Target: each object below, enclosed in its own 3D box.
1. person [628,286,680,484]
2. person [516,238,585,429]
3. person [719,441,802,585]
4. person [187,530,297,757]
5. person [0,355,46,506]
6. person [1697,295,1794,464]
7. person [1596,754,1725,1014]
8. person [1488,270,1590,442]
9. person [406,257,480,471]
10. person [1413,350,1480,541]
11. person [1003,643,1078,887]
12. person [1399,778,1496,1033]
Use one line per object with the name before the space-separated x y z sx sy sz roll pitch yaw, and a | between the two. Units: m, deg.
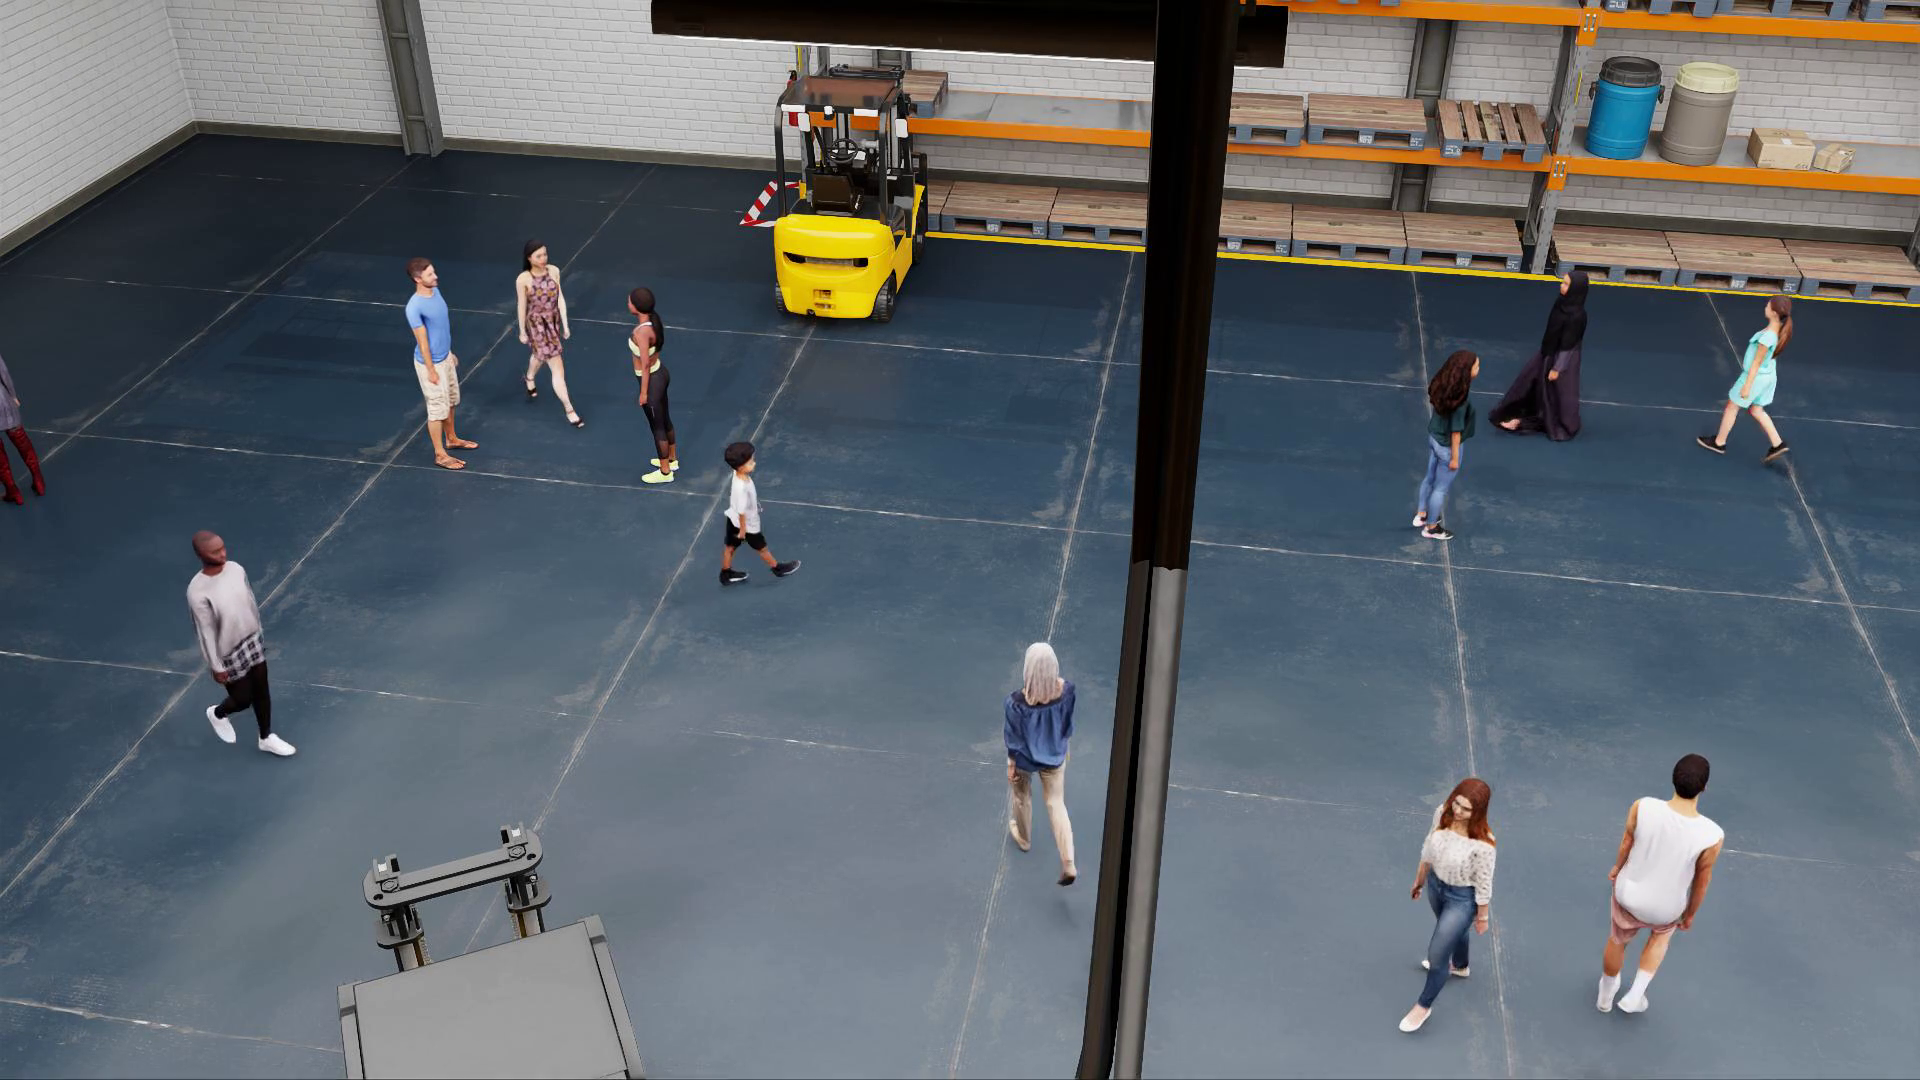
person | -2.546 -1.300 13.862 0.515 1.755 0.561 4 34 6
person | -3.721 -1.867 14.742 1.238 1.726 1.021 28 43 35
person | -1.710 -0.175 12.649 0.914 1.226 0.729 -10 35 -14
person | -4.813 0.685 10.873 0.901 1.759 0.748 14 36 20
person | -7.908 -1.086 13.581 0.671 1.710 0.663 25 41 32
person | 6.830 -1.345 14.125 0.934 1.540 1.024 -24 40 -31
person | 3.702 1.941 8.970 0.736 1.772 0.822 19 38 26
person | 5.271 -1.585 14.426 1.135 1.606 0.800 -3 34 -4
person | -4.461 -1.530 14.111 0.560 1.863 0.652 5 34 7
person | 3.854 -0.770 13.191 0.677 1.615 0.668 -4 34 -6
person | 0.497 1.365 9.926 1.063 1.675 0.992 -12 35 -17
person | 2.730 1.905 9.088 0.970 1.703 0.864 -11 35 -16
